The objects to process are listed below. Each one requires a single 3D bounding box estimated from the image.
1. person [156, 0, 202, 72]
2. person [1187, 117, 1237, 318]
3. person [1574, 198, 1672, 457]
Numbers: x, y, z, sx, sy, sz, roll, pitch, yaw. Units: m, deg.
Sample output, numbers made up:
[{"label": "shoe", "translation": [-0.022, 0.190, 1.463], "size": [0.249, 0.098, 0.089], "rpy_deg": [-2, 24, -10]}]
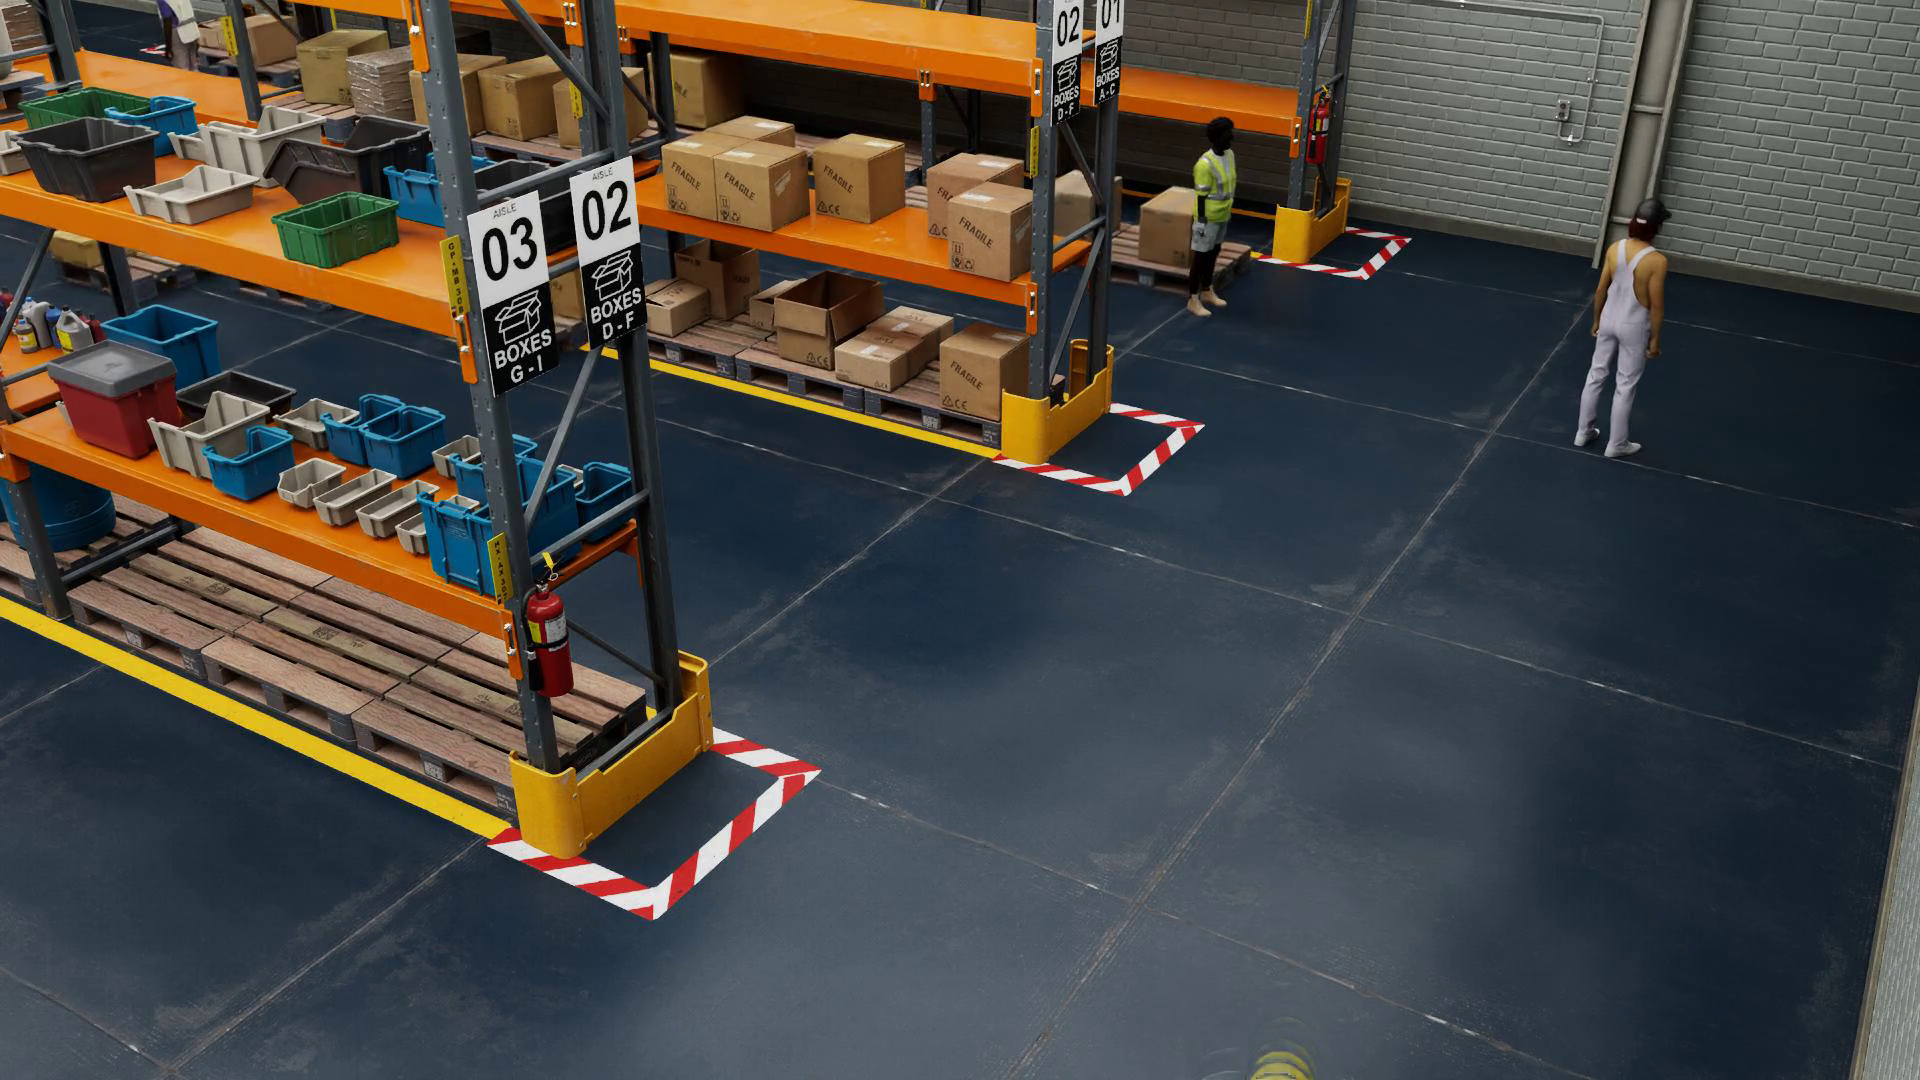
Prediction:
[{"label": "person", "translation": [-9.105, -5.829, 19.490], "size": [0.436, 1.826, 0.622], "rpy_deg": [3, 29, 5]}, {"label": "person", "translation": [2.146, -2.740, 14.081], "size": [0.317, 1.695, 0.539], "rpy_deg": [19, 34, 30]}, {"label": "person", "translation": [4.699, -1.495, 11.679], "size": [0.384, 1.861, 0.527], "rpy_deg": [-21, 35, -32]}]
